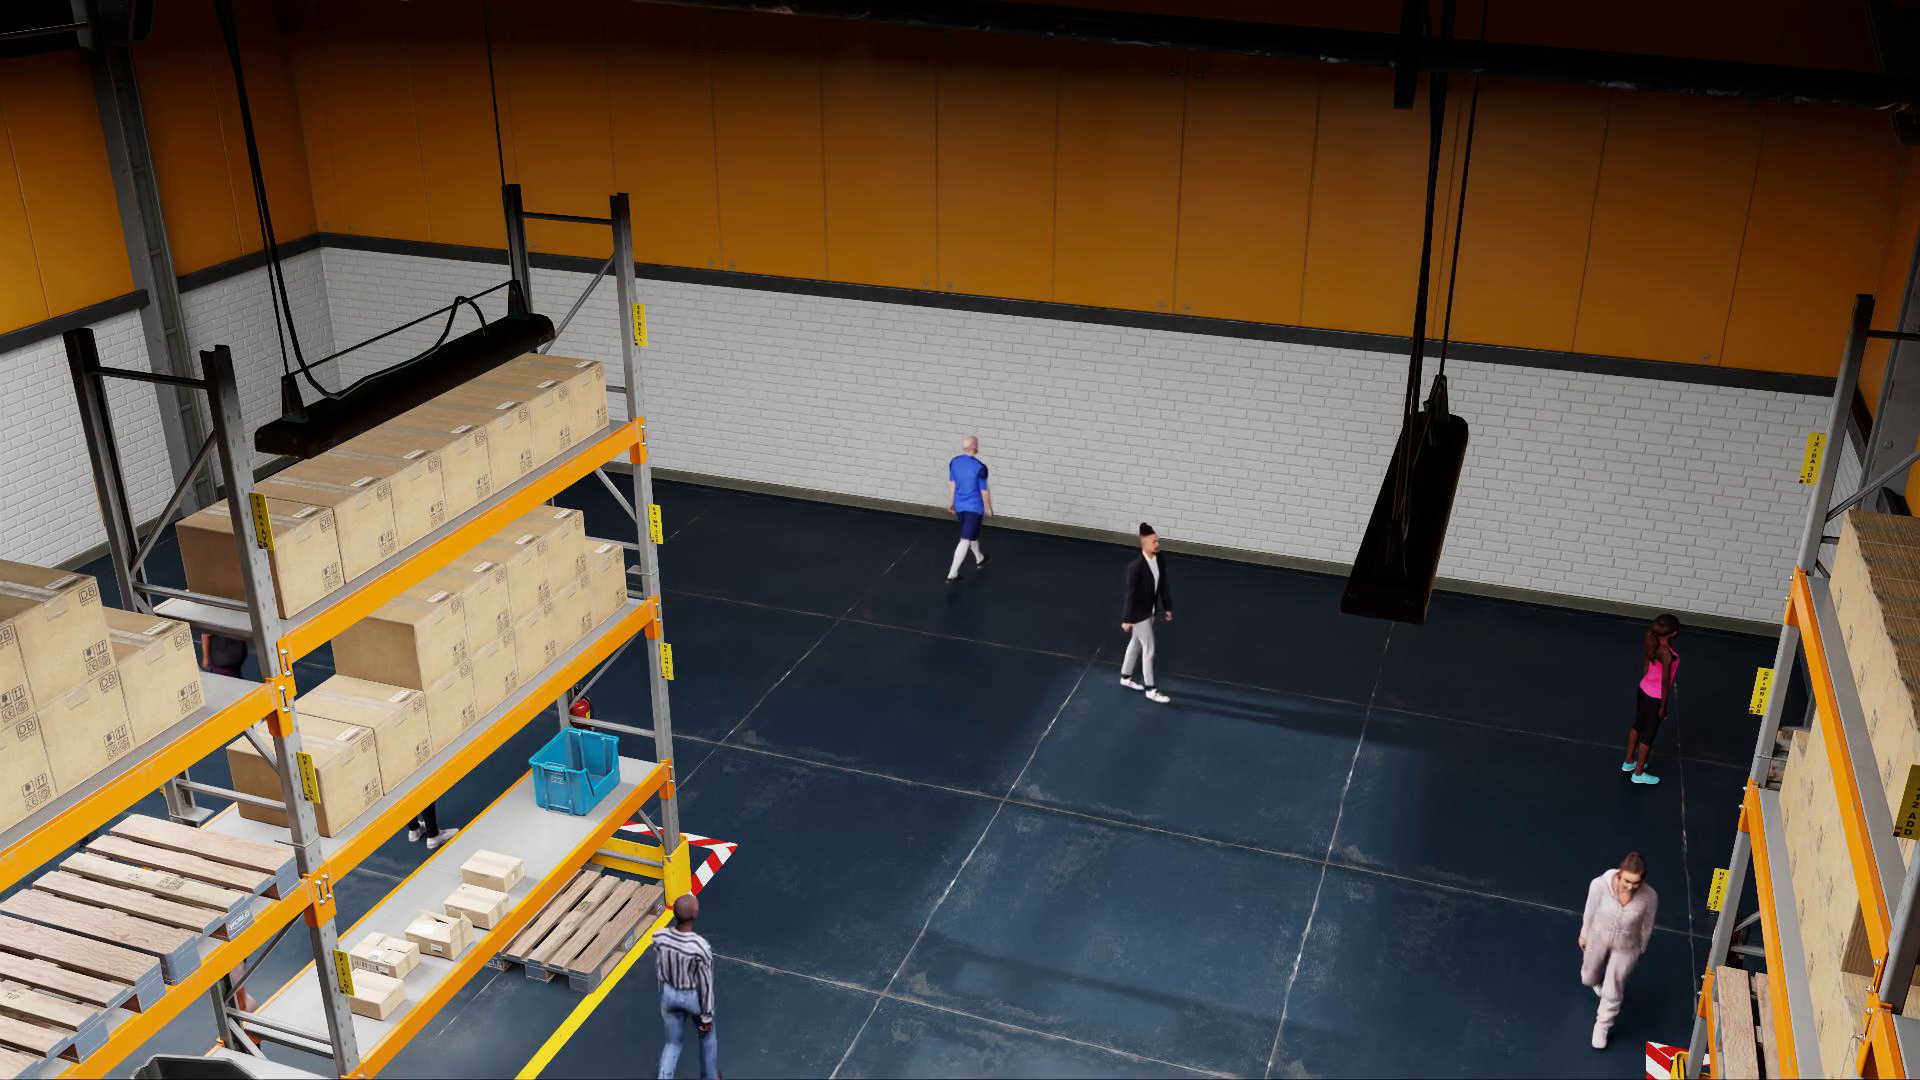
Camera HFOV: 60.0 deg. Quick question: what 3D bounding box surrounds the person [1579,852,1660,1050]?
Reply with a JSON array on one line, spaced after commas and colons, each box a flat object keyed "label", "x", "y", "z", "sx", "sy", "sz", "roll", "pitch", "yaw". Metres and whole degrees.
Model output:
[{"label": "person", "x": 4.877, "y": 2.959, "z": 12.416, "sx": 0.678, "sy": 1.650, "sz": 0.954, "roll": 9, "pitch": 25, "yaw": 20}]

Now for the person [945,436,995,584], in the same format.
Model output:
[{"label": "person", "x": 0.058, "y": -0.328, "z": 19.752, "sx": 0.959, "sy": 1.797, "sz": 1.288, "roll": 18, "pitch": 29, "yaw": 35}]

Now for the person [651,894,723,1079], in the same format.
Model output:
[{"label": "person", "x": -1.940, "y": 3.286, "z": 11.522, "sx": 0.670, "sy": 1.768, "sz": 1.043, "roll": 7, "pitch": 24, "yaw": 15}]

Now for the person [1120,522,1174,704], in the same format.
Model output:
[{"label": "person", "x": 1.821, "y": 0.691, "z": 17.252, "sx": 0.983, "sy": 1.933, "sz": 0.988, "roll": 19, "pitch": 30, "yaw": 36}]

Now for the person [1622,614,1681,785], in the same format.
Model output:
[{"label": "person", "x": 6.545, "y": 1.473, "z": 15.724, "sx": 0.702, "sy": 1.723, "sz": 0.591, "roll": 0, "pitch": 24, "yaw": 0}]
